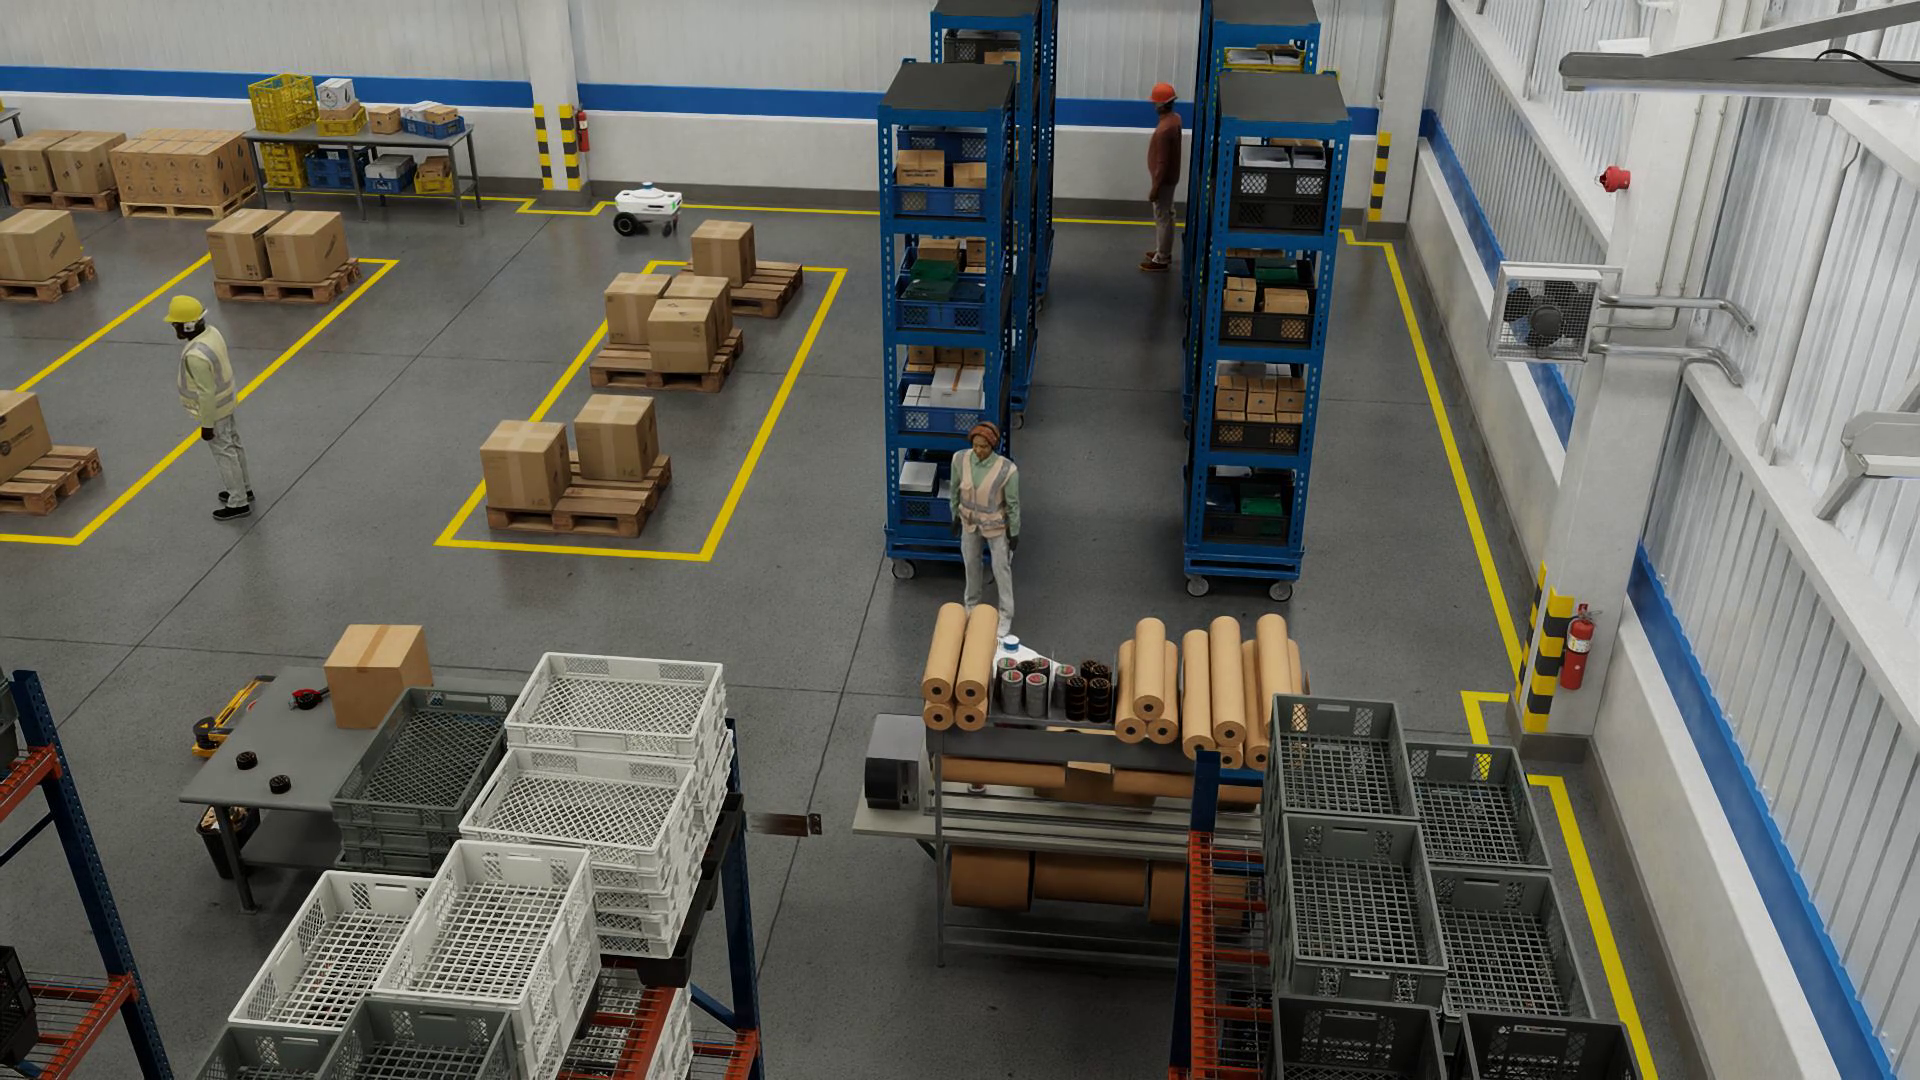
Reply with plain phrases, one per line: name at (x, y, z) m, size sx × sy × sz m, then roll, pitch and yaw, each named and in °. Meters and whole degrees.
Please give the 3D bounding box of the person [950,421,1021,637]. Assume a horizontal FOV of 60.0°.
person at (0.178, -0.086, 11.460) m, size 0.527 × 1.628 × 0.319 m, roll 16°, pitch 34°, yaw 25°

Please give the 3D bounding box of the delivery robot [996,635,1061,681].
delivery robot at (0.329, 0.847, 10.821) m, size 0.707 × 0.478 × 0.477 m, roll 22°, pitch 37°, yaw 33°

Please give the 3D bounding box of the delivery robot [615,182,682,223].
delivery robot at (-3.512, -3.804, 18.809) m, size 0.707 × 0.478 × 0.477 m, roll 3°, pitch 30°, yaw 5°

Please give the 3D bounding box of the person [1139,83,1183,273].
person at (2.123, -3.811, 17.499) m, size 0.390 × 1.987 × 0.608 m, roll 10°, pitch 32°, yaw 17°

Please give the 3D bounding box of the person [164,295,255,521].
person at (-5.802, -1.036, 12.887) m, size 0.404 × 1.829 × 0.598 m, roll -6°, pitch 31°, yaw -10°

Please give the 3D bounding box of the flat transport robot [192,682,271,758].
flat transport robot at (-4.089, 1.163, 10.648) m, size 1.431 × 0.197 × 0.652 m, roll 3°, pitch 30°, yaw 6°
